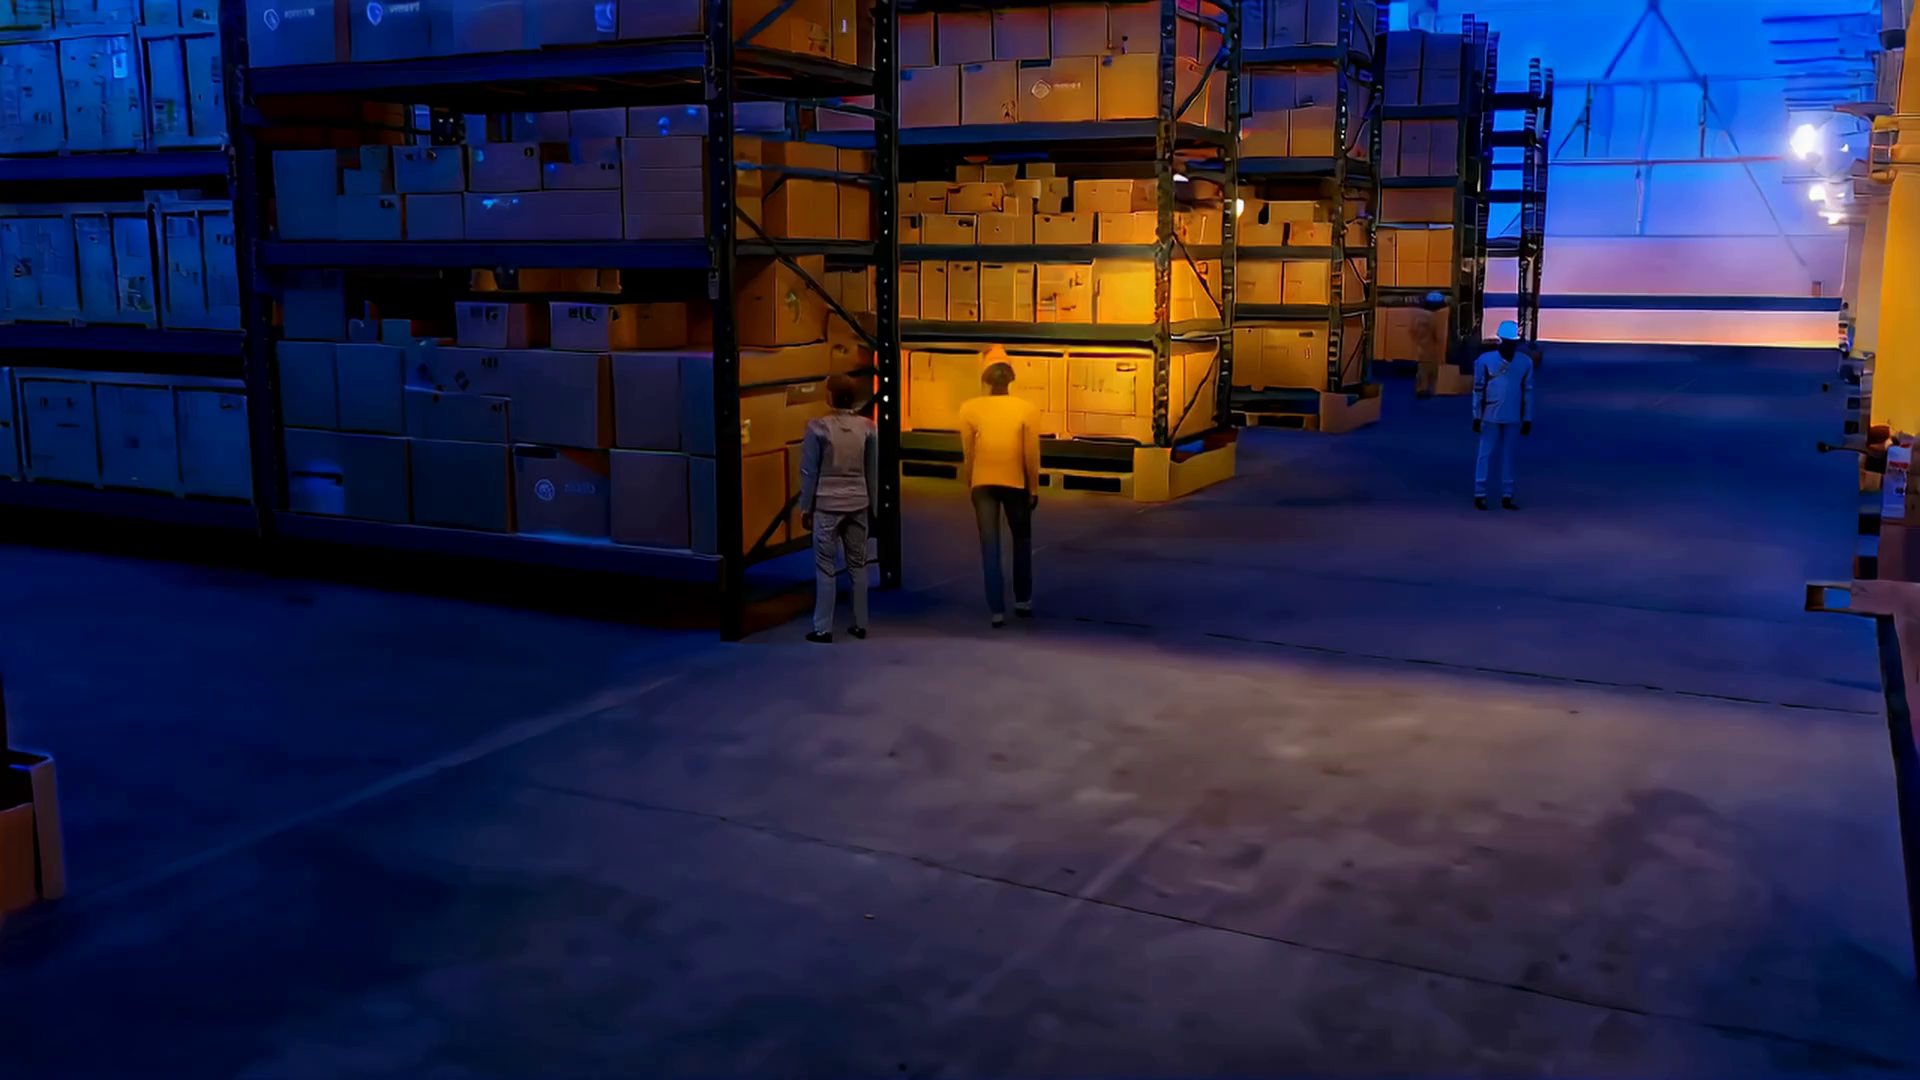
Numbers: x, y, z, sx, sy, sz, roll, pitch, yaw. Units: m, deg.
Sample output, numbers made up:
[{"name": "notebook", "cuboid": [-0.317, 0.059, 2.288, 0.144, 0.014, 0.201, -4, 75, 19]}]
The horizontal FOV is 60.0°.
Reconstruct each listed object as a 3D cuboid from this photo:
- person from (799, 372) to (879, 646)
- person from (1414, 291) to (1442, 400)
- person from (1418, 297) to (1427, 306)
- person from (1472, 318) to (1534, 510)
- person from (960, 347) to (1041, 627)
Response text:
[{"name": "person", "cuboid": [-0.712, -0.183, 9.924, 0.524, 1.631, 0.318, -6, 12, -32]}, {"name": "person", "cuboid": [7.455, -3.070, 26.316, 0.495, 1.724, 0.504, 5, 11, 26]}, {"name": "person", "cuboid": [10.322, -4.930, 36.770, 1.007, 1.861, 0.663, 5, 11, 28]}, {"name": "person", "cuboid": [4.942, -1.137, 15.122, 0.563, 1.743, 0.349, -1, 10, -4]}, {"name": "person", "cuboid": [0.260, -0.340, 10.485, 0.519, 1.742, 0.527, 1, 10, 7]}]
